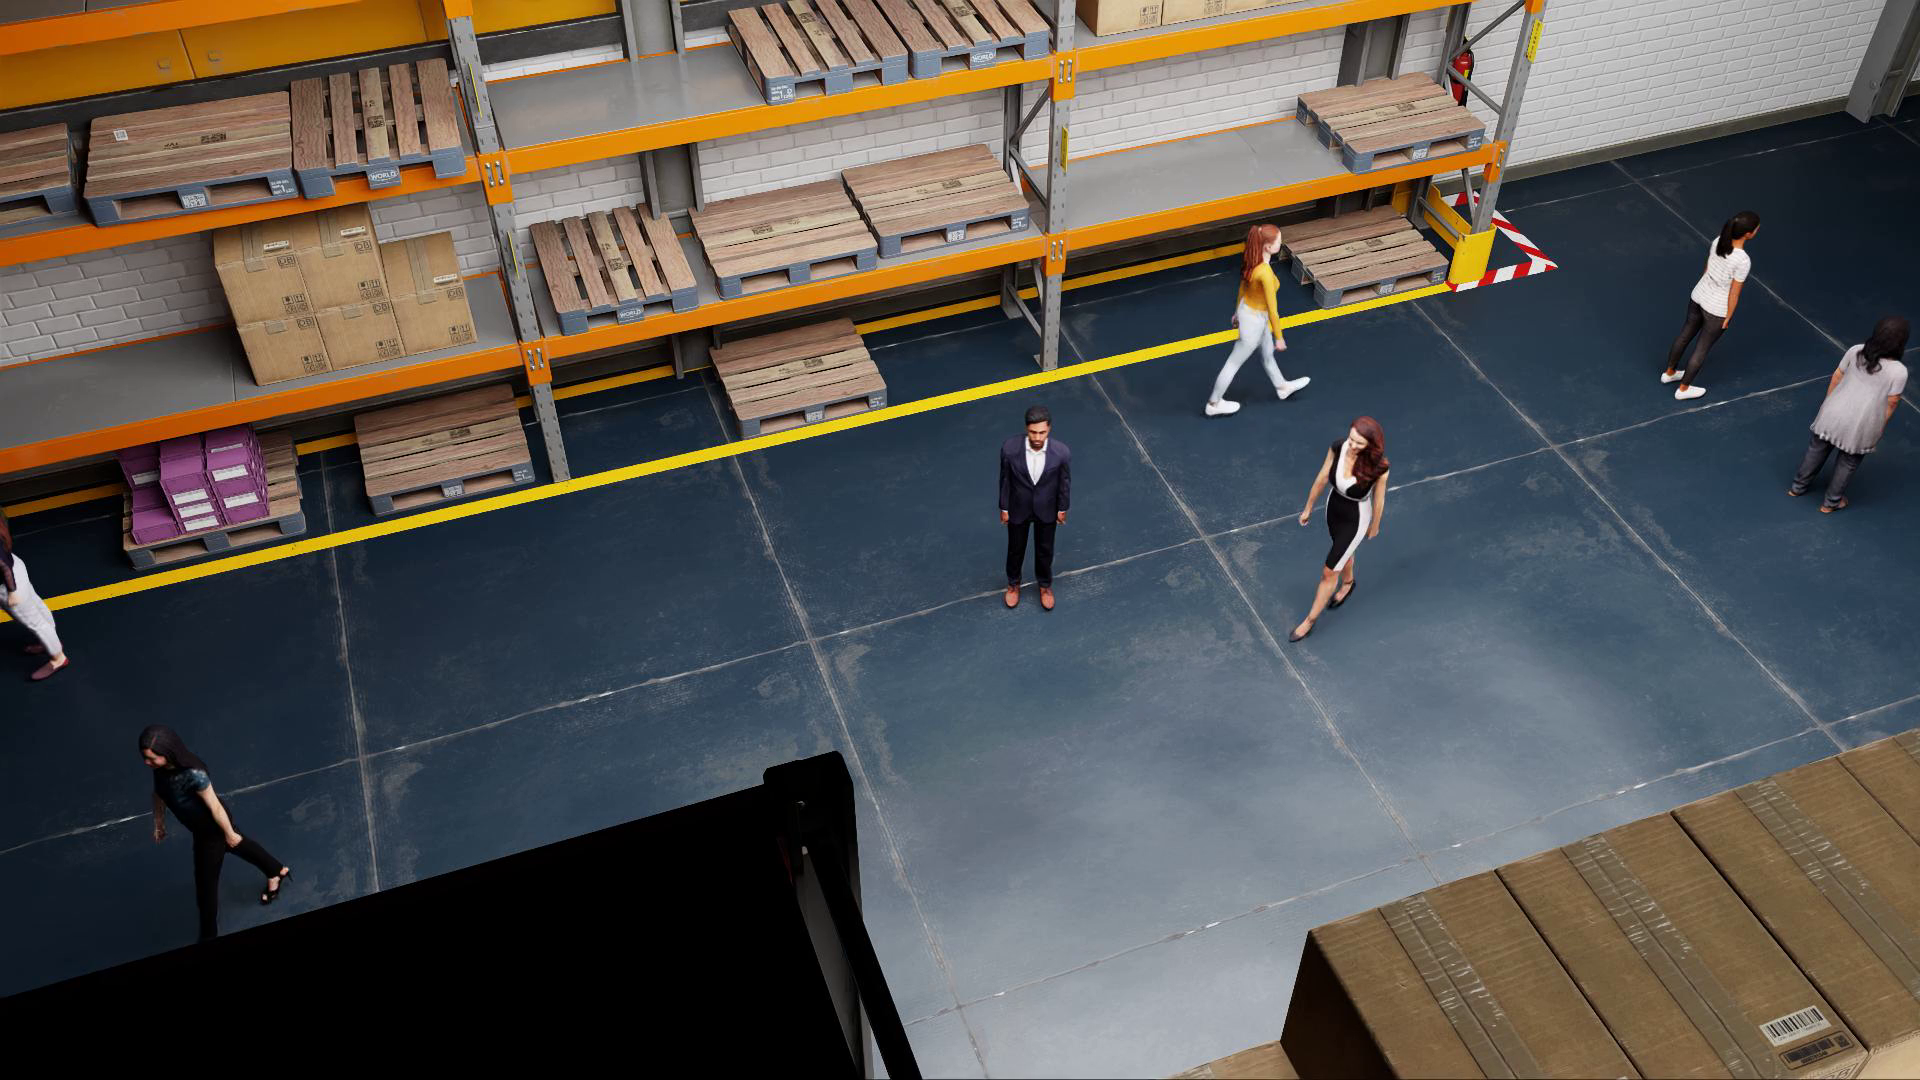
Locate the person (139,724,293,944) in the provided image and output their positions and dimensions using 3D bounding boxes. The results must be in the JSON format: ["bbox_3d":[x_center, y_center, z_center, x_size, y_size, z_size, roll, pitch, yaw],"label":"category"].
[{"bbox_3d":[-4.139,1.541,9.300,0.938,1.705,1.080,27,50,25],"label":"person"}]

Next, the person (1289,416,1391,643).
[{"bbox_3d":[2.618,-0.165,11.045,1.066,1.769,0.832,-31,51,-28],"label":"person"}]

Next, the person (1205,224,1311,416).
[{"bbox_3d":[2.124,-1.612,12.601,1.128,1.716,0.736,-8,44,-8],"label":"person"}]

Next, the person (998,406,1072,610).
[{"bbox_3d":[0.492,-0.235,11.151,0.596,1.723,0.753,2,44,2],"label":"person"}]

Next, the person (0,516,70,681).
[{"bbox_3d":[-6.163,0.250,10.726,0.568,1.608,0.632,-21,48,-21],"label":"person"}]

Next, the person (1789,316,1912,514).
[{"bbox_3d":[6.418,-0.911,11.944,0.765,1.608,0.728,-31,52,-28],"label":"person"}]

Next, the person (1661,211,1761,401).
[{"bbox_3d":[5.819,-1.832,12.885,0.503,1.644,0.554,-12,45,-13],"label":"person"}]
